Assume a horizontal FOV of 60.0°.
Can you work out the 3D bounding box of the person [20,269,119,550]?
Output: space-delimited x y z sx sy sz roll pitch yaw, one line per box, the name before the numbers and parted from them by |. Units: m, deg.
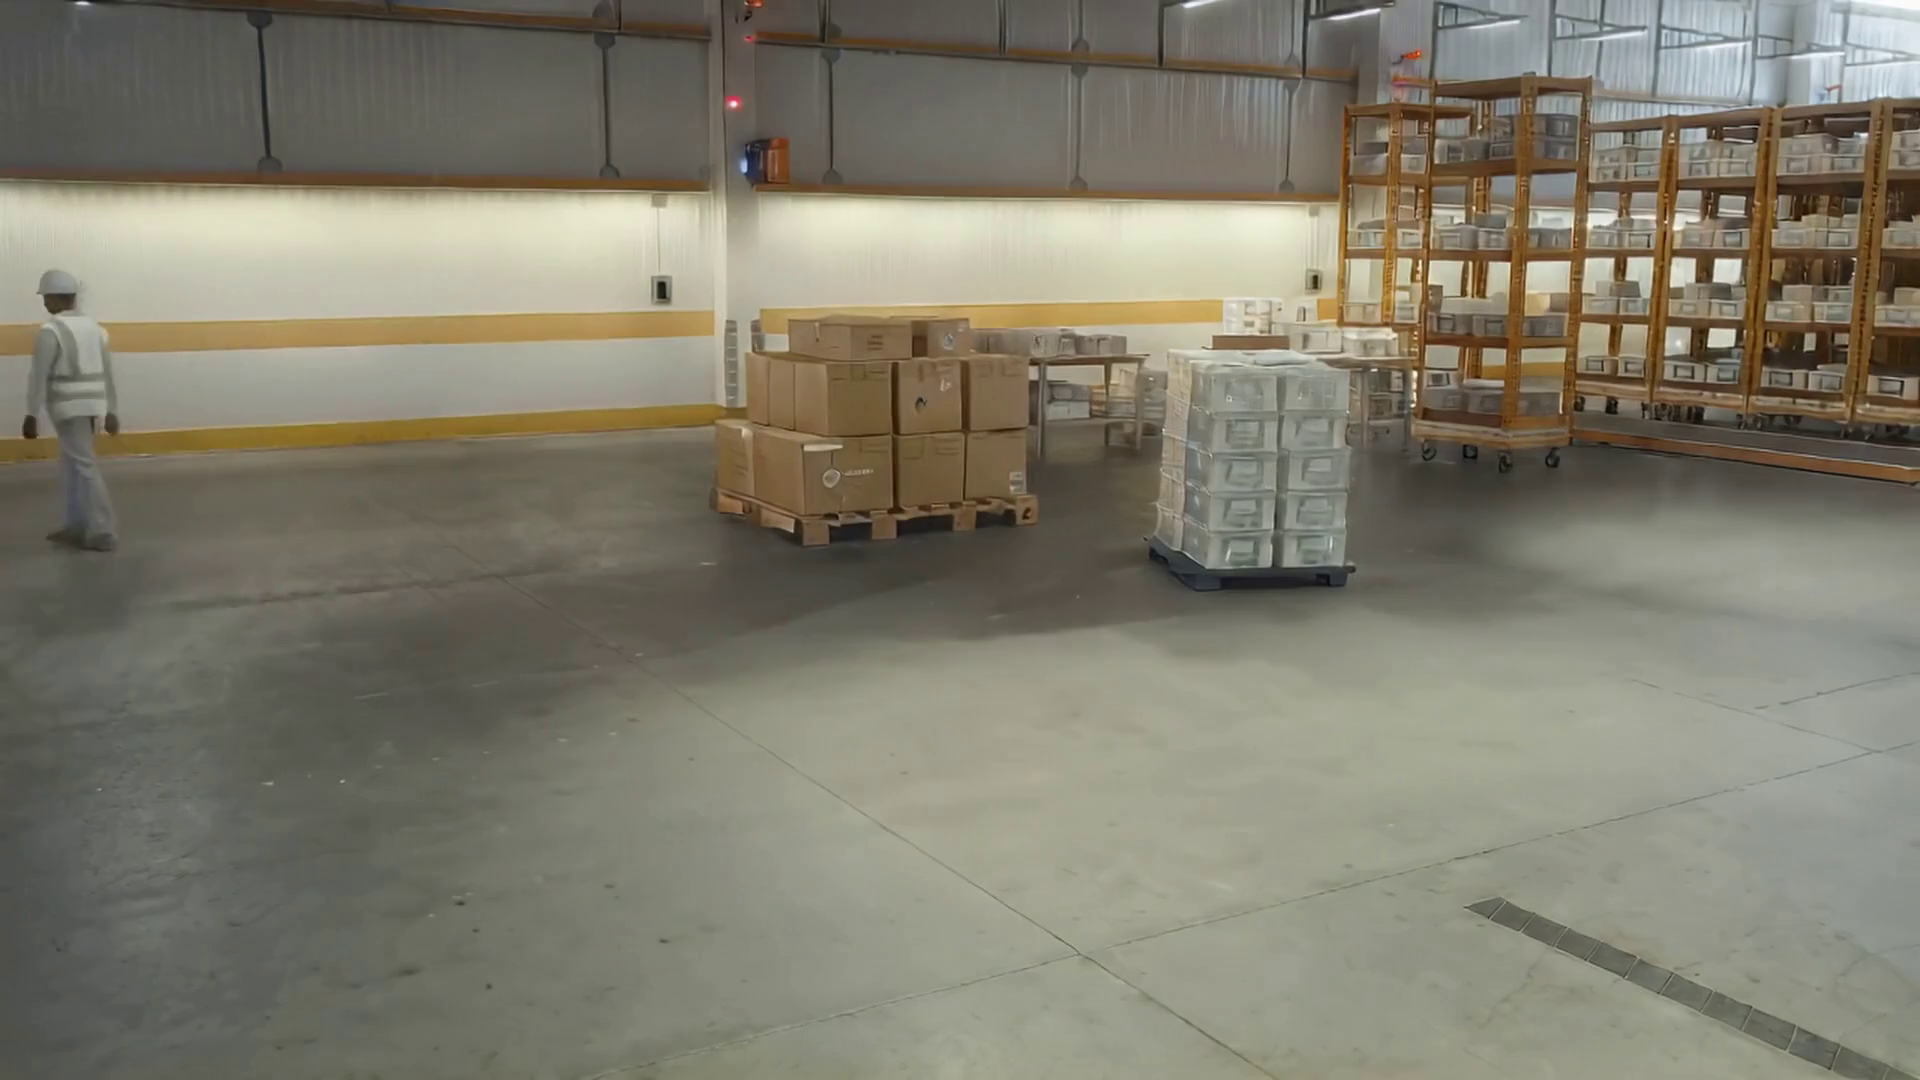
person | -6.152 -0.875 11.357 0.822 1.916 0.611 1 10 6
